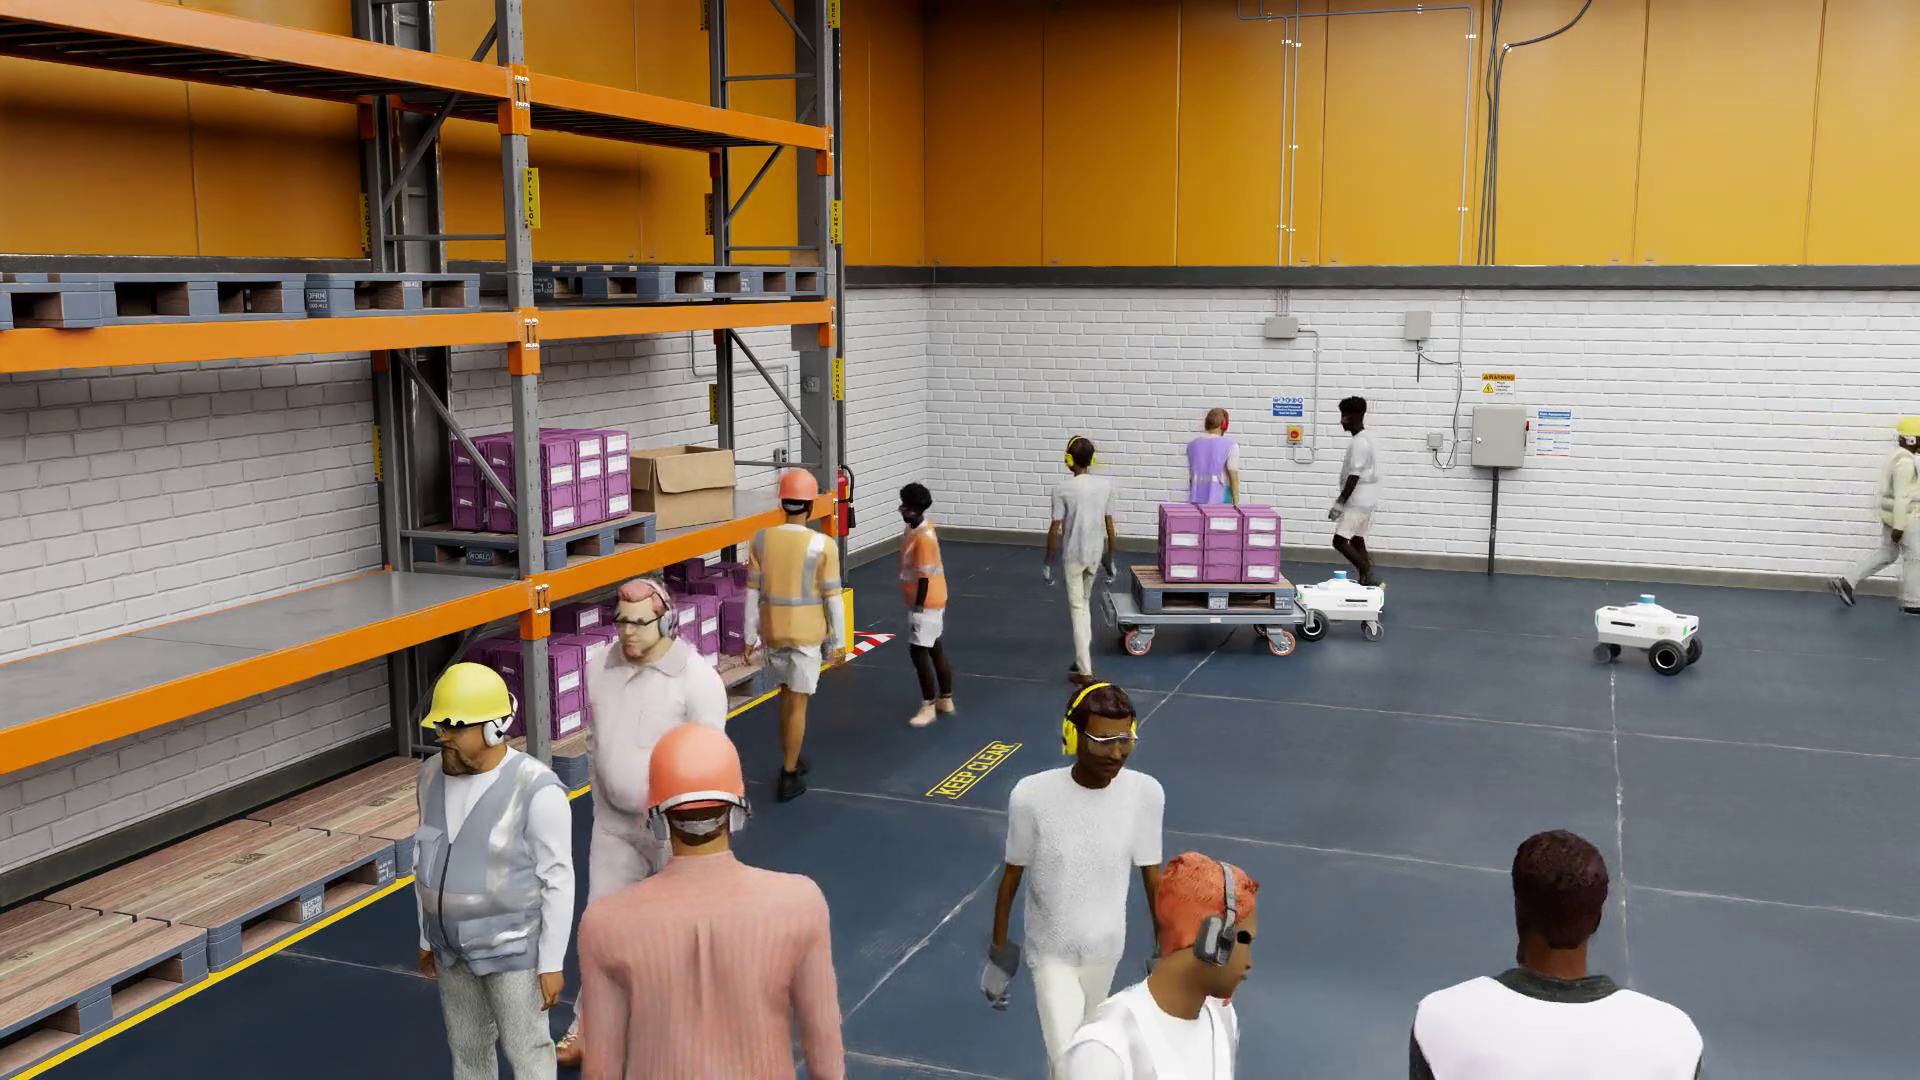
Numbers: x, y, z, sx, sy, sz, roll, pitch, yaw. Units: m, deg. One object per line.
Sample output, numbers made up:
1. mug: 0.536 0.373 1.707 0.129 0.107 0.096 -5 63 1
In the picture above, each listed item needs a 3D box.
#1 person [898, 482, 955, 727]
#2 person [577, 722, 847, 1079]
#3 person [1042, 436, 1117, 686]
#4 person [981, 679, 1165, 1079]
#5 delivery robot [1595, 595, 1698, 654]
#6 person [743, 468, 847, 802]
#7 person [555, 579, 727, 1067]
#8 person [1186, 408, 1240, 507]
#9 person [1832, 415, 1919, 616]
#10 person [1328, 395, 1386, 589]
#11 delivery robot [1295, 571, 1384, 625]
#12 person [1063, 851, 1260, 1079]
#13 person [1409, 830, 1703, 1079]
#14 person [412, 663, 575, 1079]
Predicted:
1. person: -0.212 0.424 11.237 0.426 1.667 0.601 -1 9 -7
2. person: -0.576 1.428 3.929 0.642 1.981 0.692 -1 9 -9
3. person: 0.846 0.147 12.369 0.554 1.852 0.641 -5 10 -26
4. person: 0.399 1.327 5.065 0.532 1.820 0.898 -4 10 -21
5. delivery robot: 5.307 0.668 12.879 0.707 0.478 0.477 7 11 37
6. person: -0.923 0.530 9.769 0.584 1.912 0.763 3 10 18
7. person: -1.238 1.092 6.349 0.676 1.876 0.798 4 10 23
8. person: 2.400 -0.318 15.478 0.627 1.791 0.846 6 11 34
9. person: 8.323 -0.224 14.852 0.789 1.813 0.589 3 9 17
10. person: 3.647 -0.357 15.253 0.453 1.940 0.630 3 9 18
11. delivery robot: 3.175 0.503 13.916 0.707 0.478 0.477 1 9 7
12. person: 0.361 1.576 3.447 0.346 1.853 0.671 8 12 40
13. person: 1.217 1.535 3.577 0.605 1.875 0.896 1 9 9
14. person: -1.514 1.282 5.317 0.599 1.830 0.403 4 10 26
